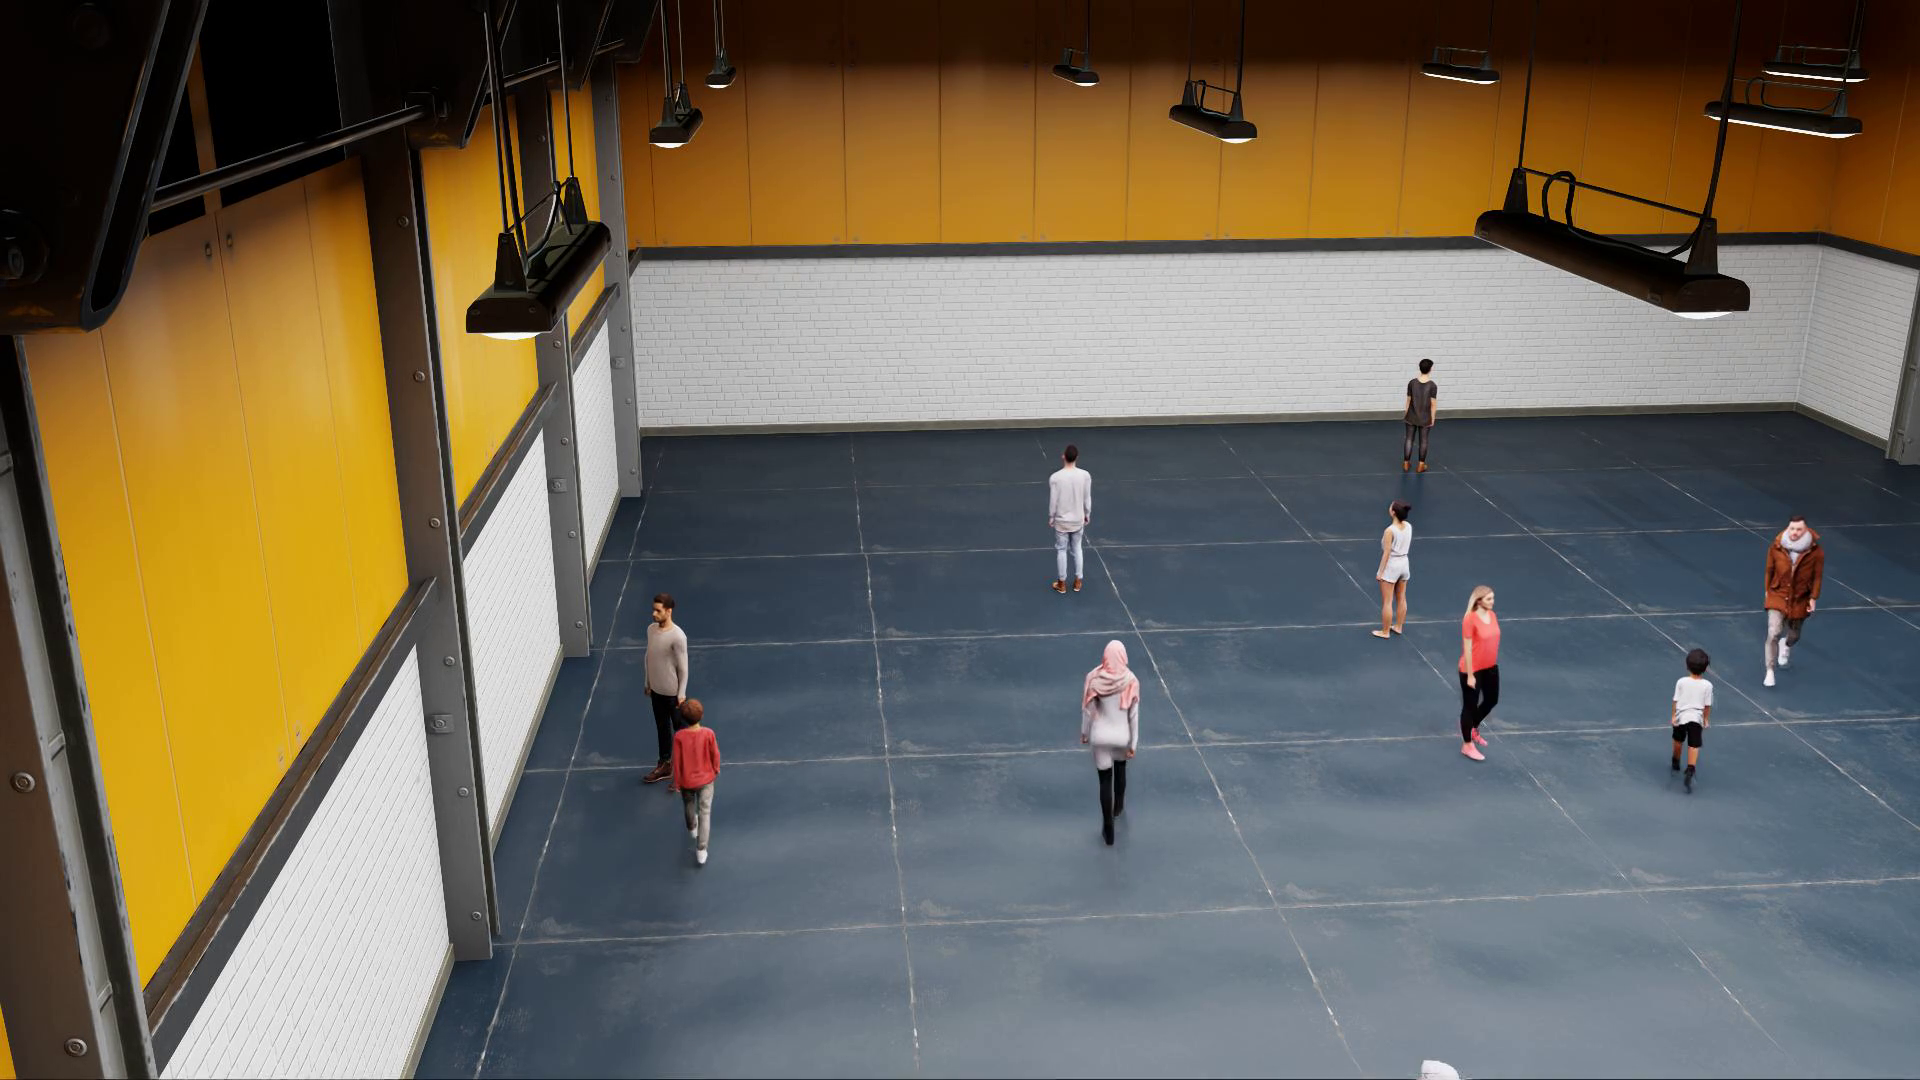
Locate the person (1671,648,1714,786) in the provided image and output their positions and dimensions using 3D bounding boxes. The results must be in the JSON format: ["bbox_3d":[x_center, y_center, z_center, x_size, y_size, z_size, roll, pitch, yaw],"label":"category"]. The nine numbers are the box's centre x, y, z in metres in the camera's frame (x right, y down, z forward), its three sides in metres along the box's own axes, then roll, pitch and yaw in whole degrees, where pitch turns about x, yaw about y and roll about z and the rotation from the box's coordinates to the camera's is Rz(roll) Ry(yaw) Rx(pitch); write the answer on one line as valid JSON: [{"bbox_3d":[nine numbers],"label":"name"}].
[{"bbox_3d":[6.728,1.637,15.307,0.705,1.240,0.904,6,20,18],"label":"person"}]

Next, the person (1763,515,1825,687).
[{"bbox_3d":[8.711,0.611,17.465,1.023,1.806,1.229,8,20,22],"label":"person"}]

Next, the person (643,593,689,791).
[{"bbox_3d":[-2.659,1.355,15.160,0.741,1.868,0.780,12,22,32],"label":"person"}]

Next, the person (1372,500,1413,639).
[{"bbox_3d":[4.880,0.314,18.662,0.662,1.605,0.694,-12,22,-33],"label":"person"}]

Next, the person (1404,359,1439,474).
[{"bbox_3d":[6.906,-1.879,25.006,0.699,1.713,0.721,10,21,27],"label":"person"}]

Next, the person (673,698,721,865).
[{"bbox_3d":[-2.205,2.032,13.905,0.537,1.386,0.906,-1,19,-3],"label":"person"}]

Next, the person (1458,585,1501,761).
[{"bbox_3d":[4.865,1.227,15.823,0.740,1.687,0.787,-12,22,-31],"label":"person"}]

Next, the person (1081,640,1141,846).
[{"bbox_3d":[1.288,1.746,14.139,0.706,1.779,0.987,0,19,0],"label":"person"}]

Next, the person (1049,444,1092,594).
[{"bbox_3d":[1.319,-0.268,20.022,0.708,1.840,0.603,-4,19,-12],"label":"person"}]
